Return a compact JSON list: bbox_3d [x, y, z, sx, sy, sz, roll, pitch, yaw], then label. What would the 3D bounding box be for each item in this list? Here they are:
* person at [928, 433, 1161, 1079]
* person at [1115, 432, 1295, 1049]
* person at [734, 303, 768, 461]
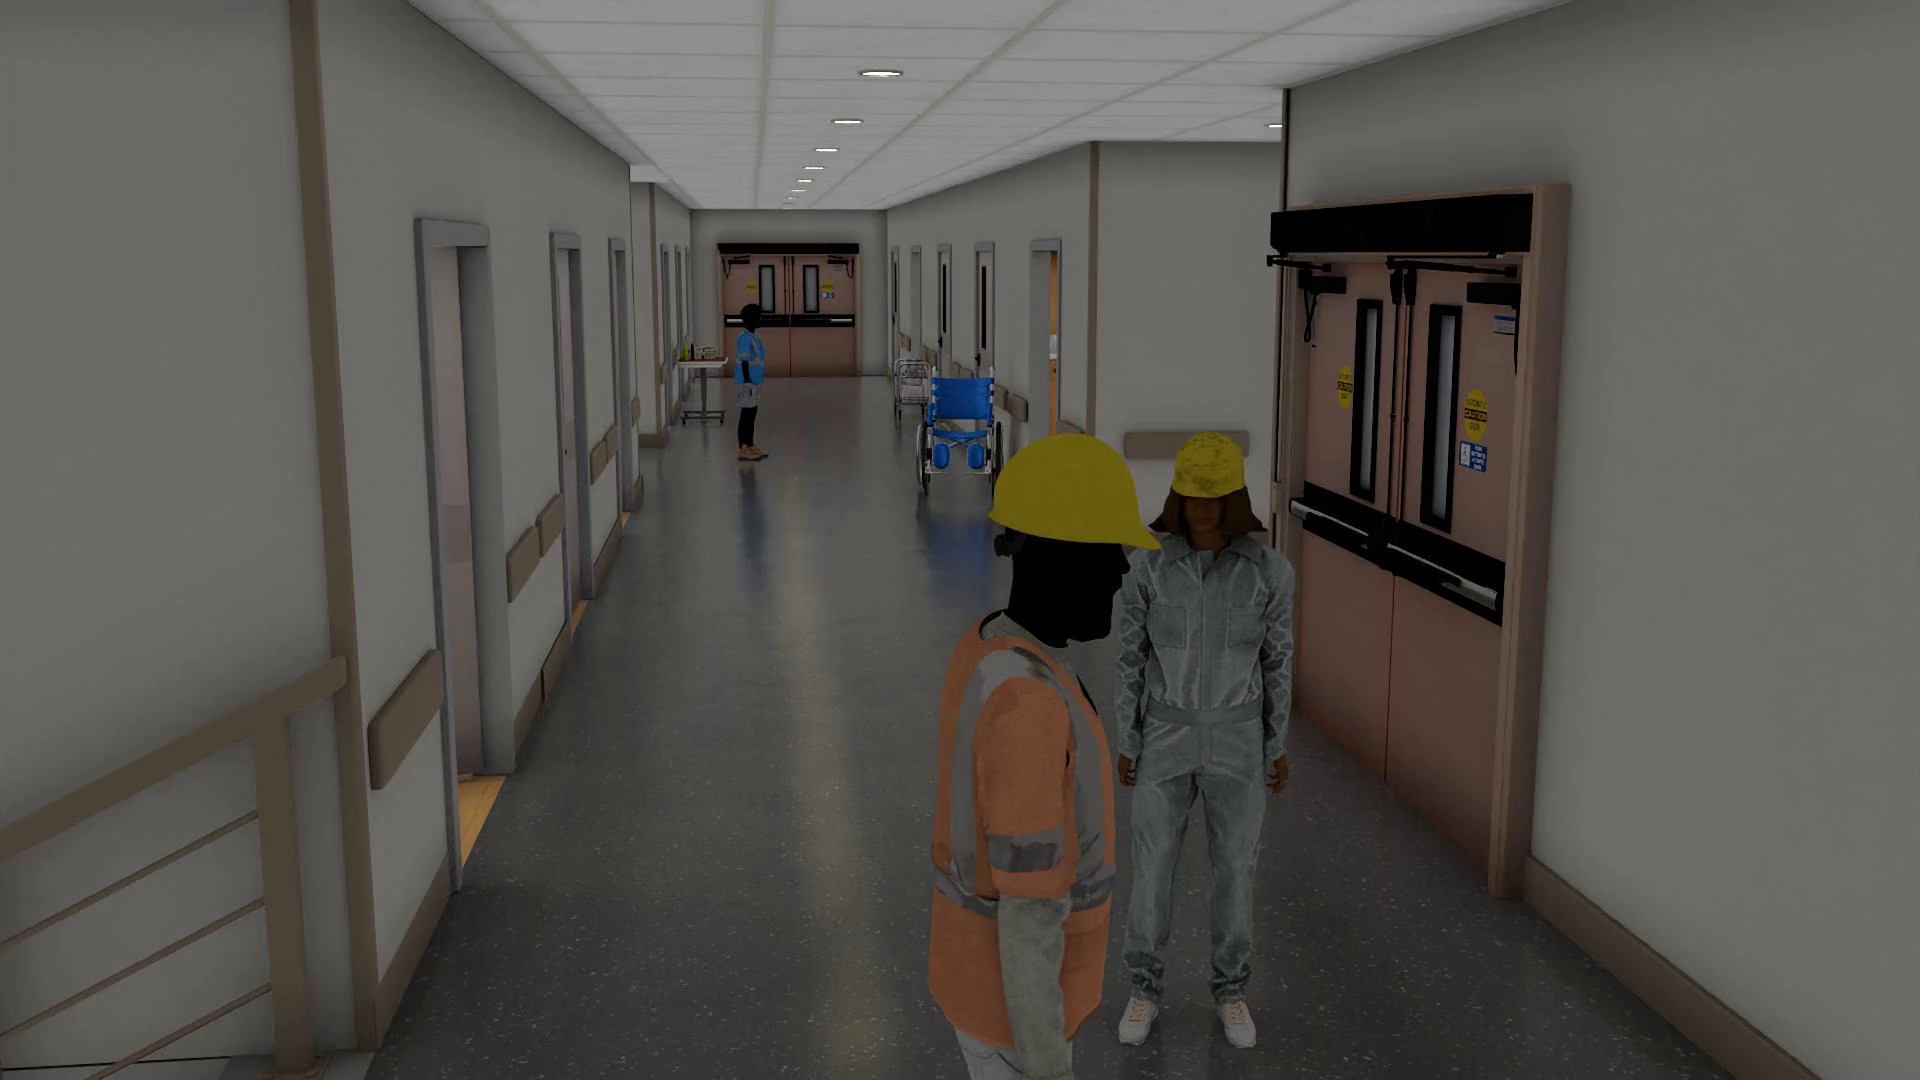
[{"bbox_3d":[0.142,0.769,2.922,0.394,1.918,0.585,0,10,0],"label":"person"},{"bbox_3d":[0.673,0.565,4.618,0.492,1.740,0.325,1,10,5],"label":"person"},{"bbox_3d":[-2.268,-1.708,18.002,0.319,1.694,0.535,1,10,8],"label":"person"}]
